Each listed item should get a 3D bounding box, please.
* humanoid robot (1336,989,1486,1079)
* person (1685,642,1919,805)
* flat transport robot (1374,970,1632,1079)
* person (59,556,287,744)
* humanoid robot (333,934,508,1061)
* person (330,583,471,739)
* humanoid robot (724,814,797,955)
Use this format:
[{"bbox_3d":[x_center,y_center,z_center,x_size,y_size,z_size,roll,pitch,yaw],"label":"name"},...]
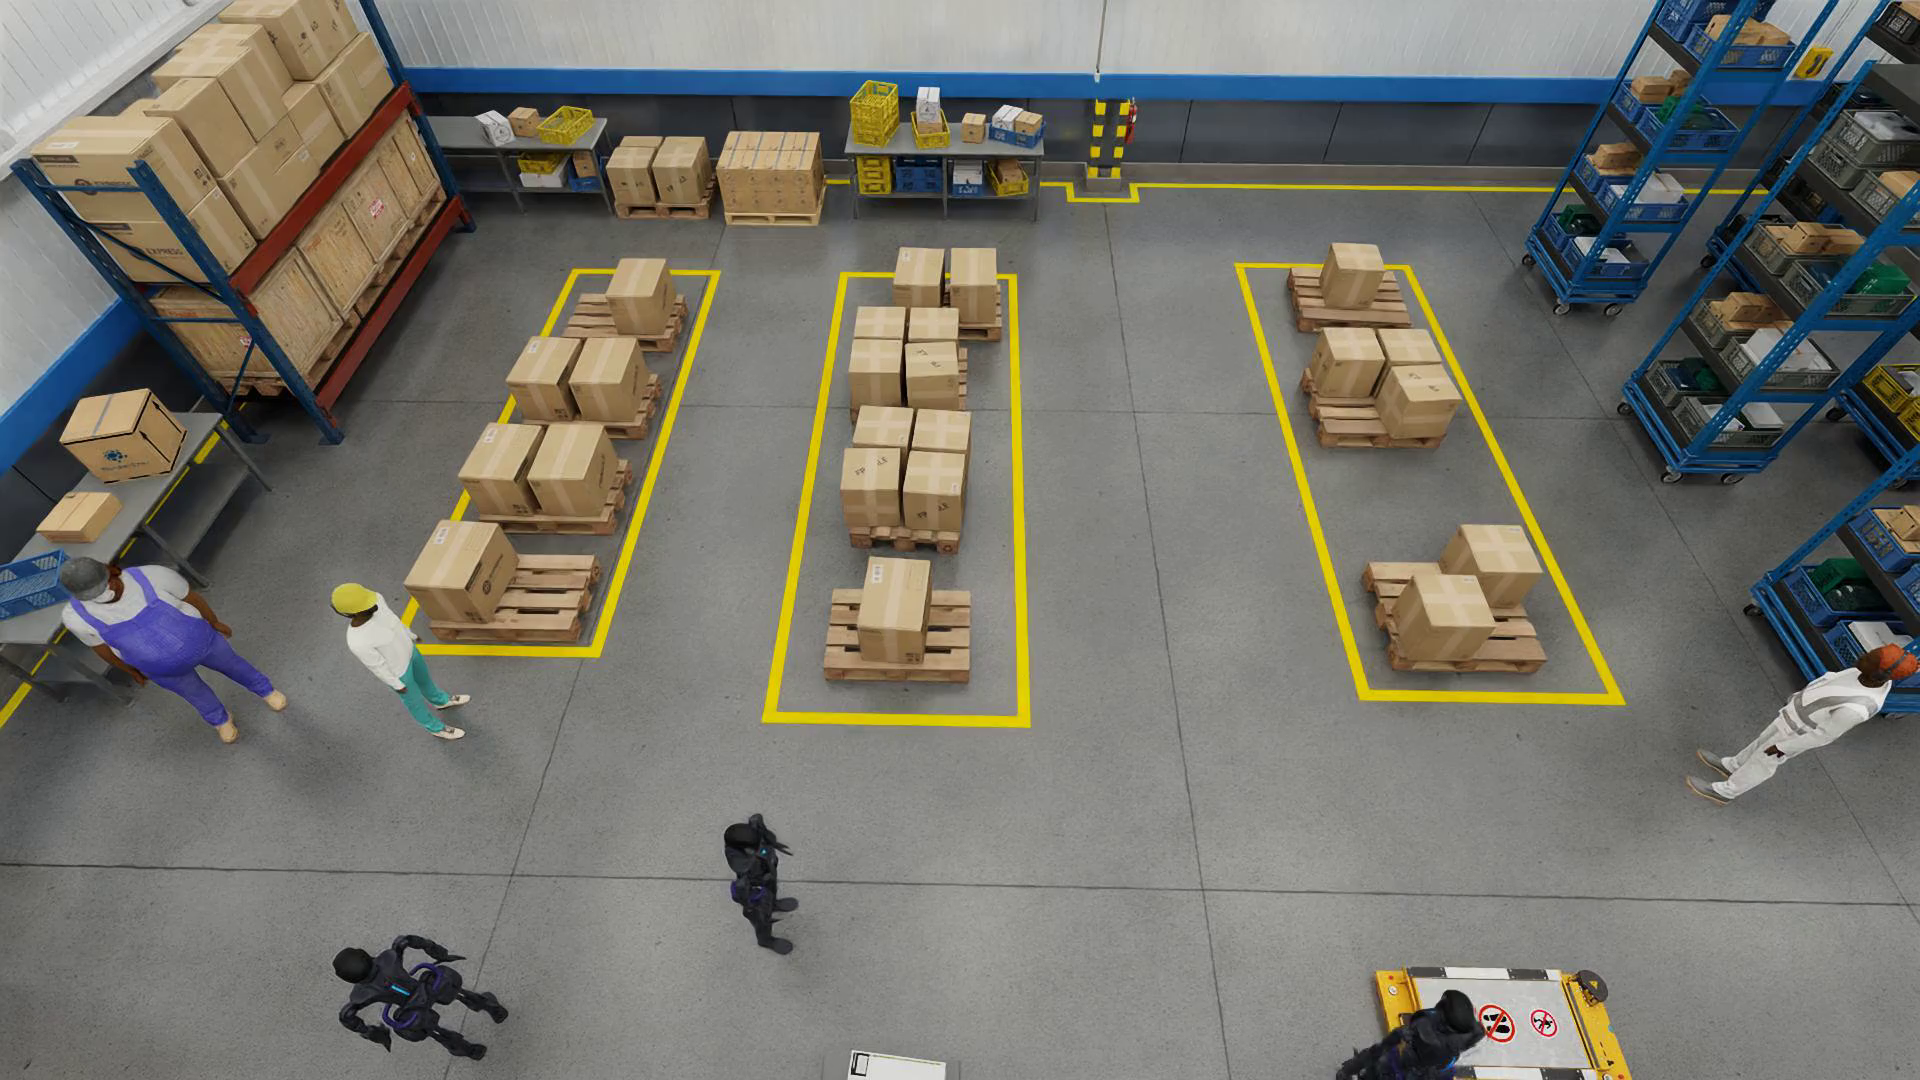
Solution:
[{"bbox_3d":[2.532,2.973,5.163,0.642,1.634,0.469,-9,51,-7],"label":"humanoid robot"},{"bbox_3d":[5.844,1.292,6.392,0.356,1.882,0.573,36,59,26],"label":"person"},{"bbox_3d":[3.501,3.133,5.914,1.431,0.197,0.652,1,51,1],"label":"flat transport robot"},{"bbox_3d":[-5.740,0.790,6.699,0.536,2.000,0.687,36,59,26],"label":"person"},{"bbox_3d":[-3.180,2.687,5.378,0.331,1.657,0.585,17,53,14],"label":"humanoid robot"},{"bbox_3d":[-4.136,0.882,6.799,0.324,1.768,0.524,-6,51,-5],"label":"person"},{"bbox_3d":[-1.254,2.164,5.804,0.315,1.657,0.610,2,51,1],"label":"humanoid robot"}]
